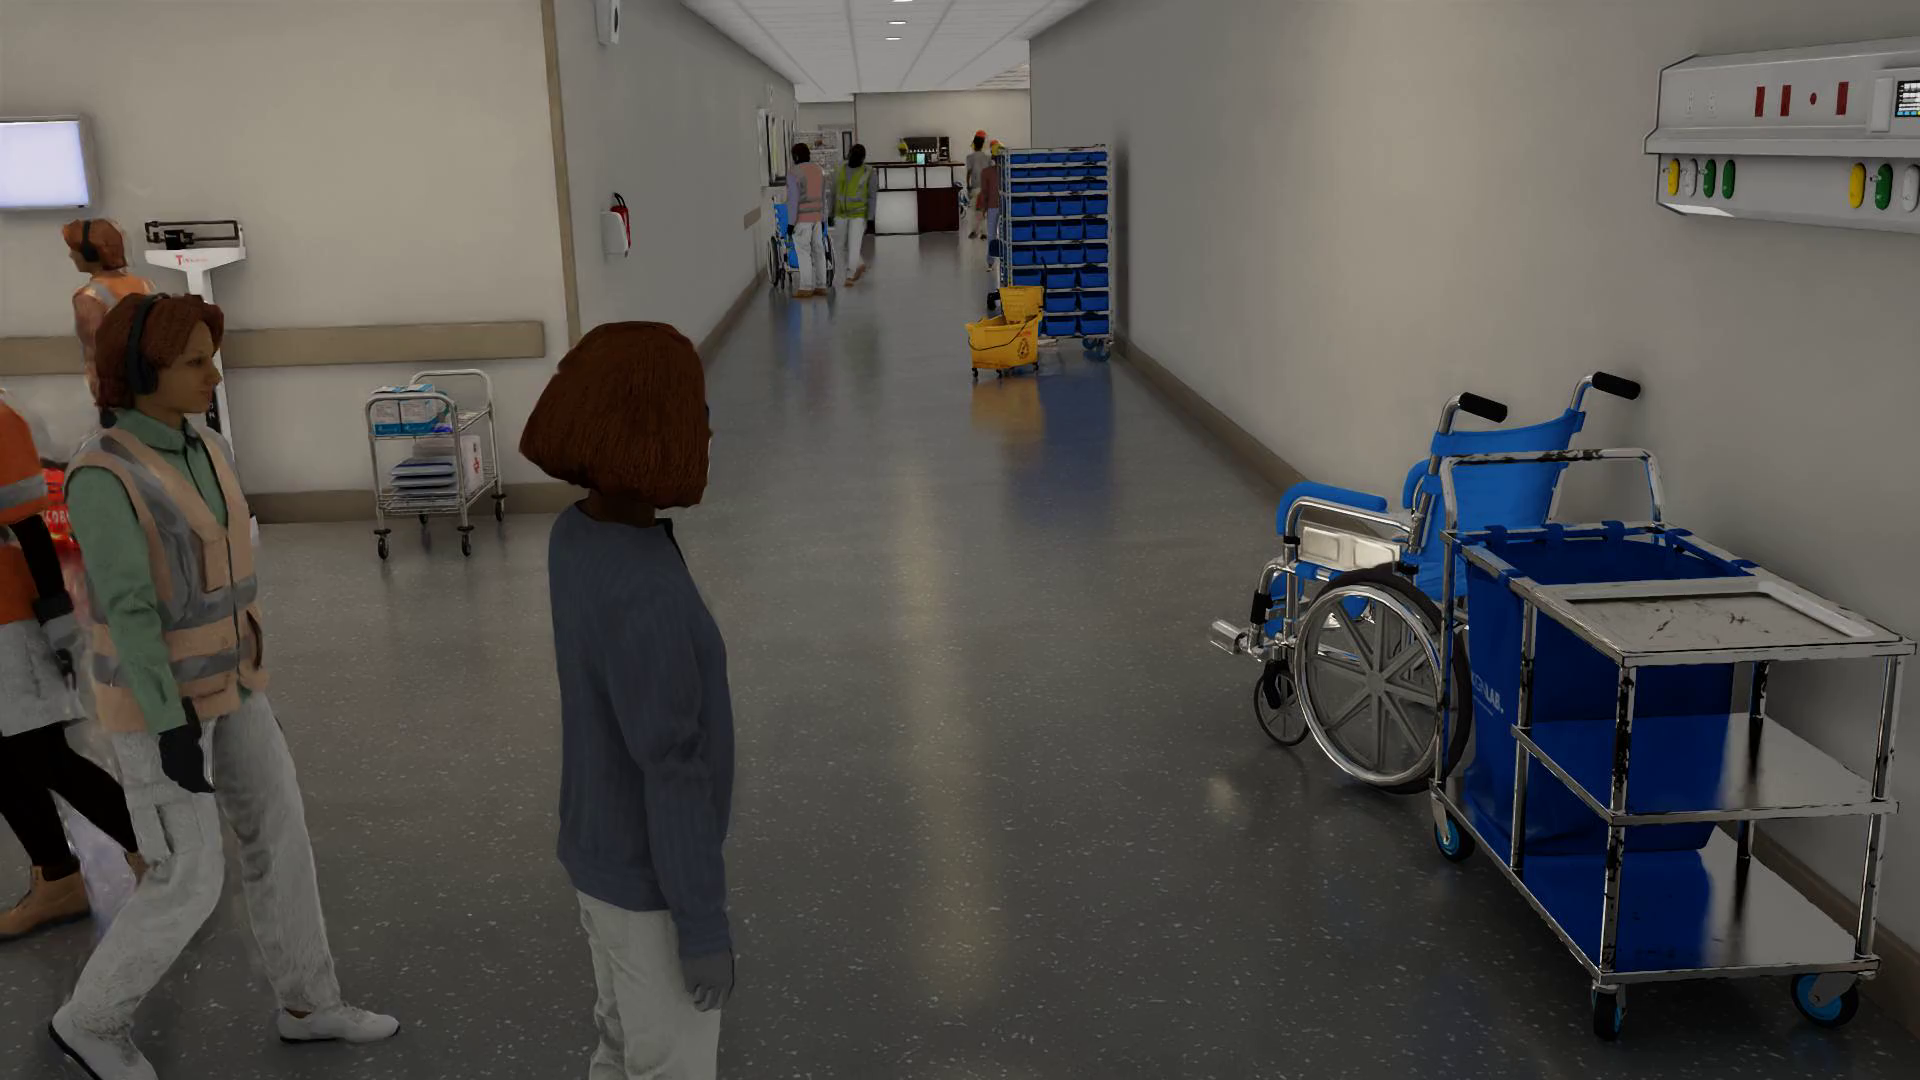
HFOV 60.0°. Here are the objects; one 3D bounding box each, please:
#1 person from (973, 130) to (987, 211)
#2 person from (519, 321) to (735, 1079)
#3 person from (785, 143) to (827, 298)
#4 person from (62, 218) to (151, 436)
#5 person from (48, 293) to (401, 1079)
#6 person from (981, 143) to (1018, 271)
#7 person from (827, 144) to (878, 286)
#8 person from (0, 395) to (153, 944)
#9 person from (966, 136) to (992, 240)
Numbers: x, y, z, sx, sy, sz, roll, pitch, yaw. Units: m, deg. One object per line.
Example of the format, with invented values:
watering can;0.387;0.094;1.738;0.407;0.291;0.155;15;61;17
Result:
person;0.518;-9.235;41.570;0.396;1.993;0.618;3;14;18
person;-0.442;0.496;2.449;0.285;1.632;0.498;-8;15;-24
person;-1.860;-3.832;19.985;0.429;1.834;0.634;9;17;37
person;-3.619;-0.592;7.304;0.397;1.626;0.527;0;14;5
person;-1.555;0.324;3.308;0.589;1.622;0.528;-1;14;4
person;0.552;-4.592;22.991;0.522;1.758;0.349;0;14;6
person;-1.381;-4.190;21.473;0.671;1.805;0.581;4;15;21
person;-2.256;0.168;3.953;0.633;1.660;0.441;6;16;30
person;0.357;-6.393;30.225;0.526;1.843;0.691;-4;14;-8
